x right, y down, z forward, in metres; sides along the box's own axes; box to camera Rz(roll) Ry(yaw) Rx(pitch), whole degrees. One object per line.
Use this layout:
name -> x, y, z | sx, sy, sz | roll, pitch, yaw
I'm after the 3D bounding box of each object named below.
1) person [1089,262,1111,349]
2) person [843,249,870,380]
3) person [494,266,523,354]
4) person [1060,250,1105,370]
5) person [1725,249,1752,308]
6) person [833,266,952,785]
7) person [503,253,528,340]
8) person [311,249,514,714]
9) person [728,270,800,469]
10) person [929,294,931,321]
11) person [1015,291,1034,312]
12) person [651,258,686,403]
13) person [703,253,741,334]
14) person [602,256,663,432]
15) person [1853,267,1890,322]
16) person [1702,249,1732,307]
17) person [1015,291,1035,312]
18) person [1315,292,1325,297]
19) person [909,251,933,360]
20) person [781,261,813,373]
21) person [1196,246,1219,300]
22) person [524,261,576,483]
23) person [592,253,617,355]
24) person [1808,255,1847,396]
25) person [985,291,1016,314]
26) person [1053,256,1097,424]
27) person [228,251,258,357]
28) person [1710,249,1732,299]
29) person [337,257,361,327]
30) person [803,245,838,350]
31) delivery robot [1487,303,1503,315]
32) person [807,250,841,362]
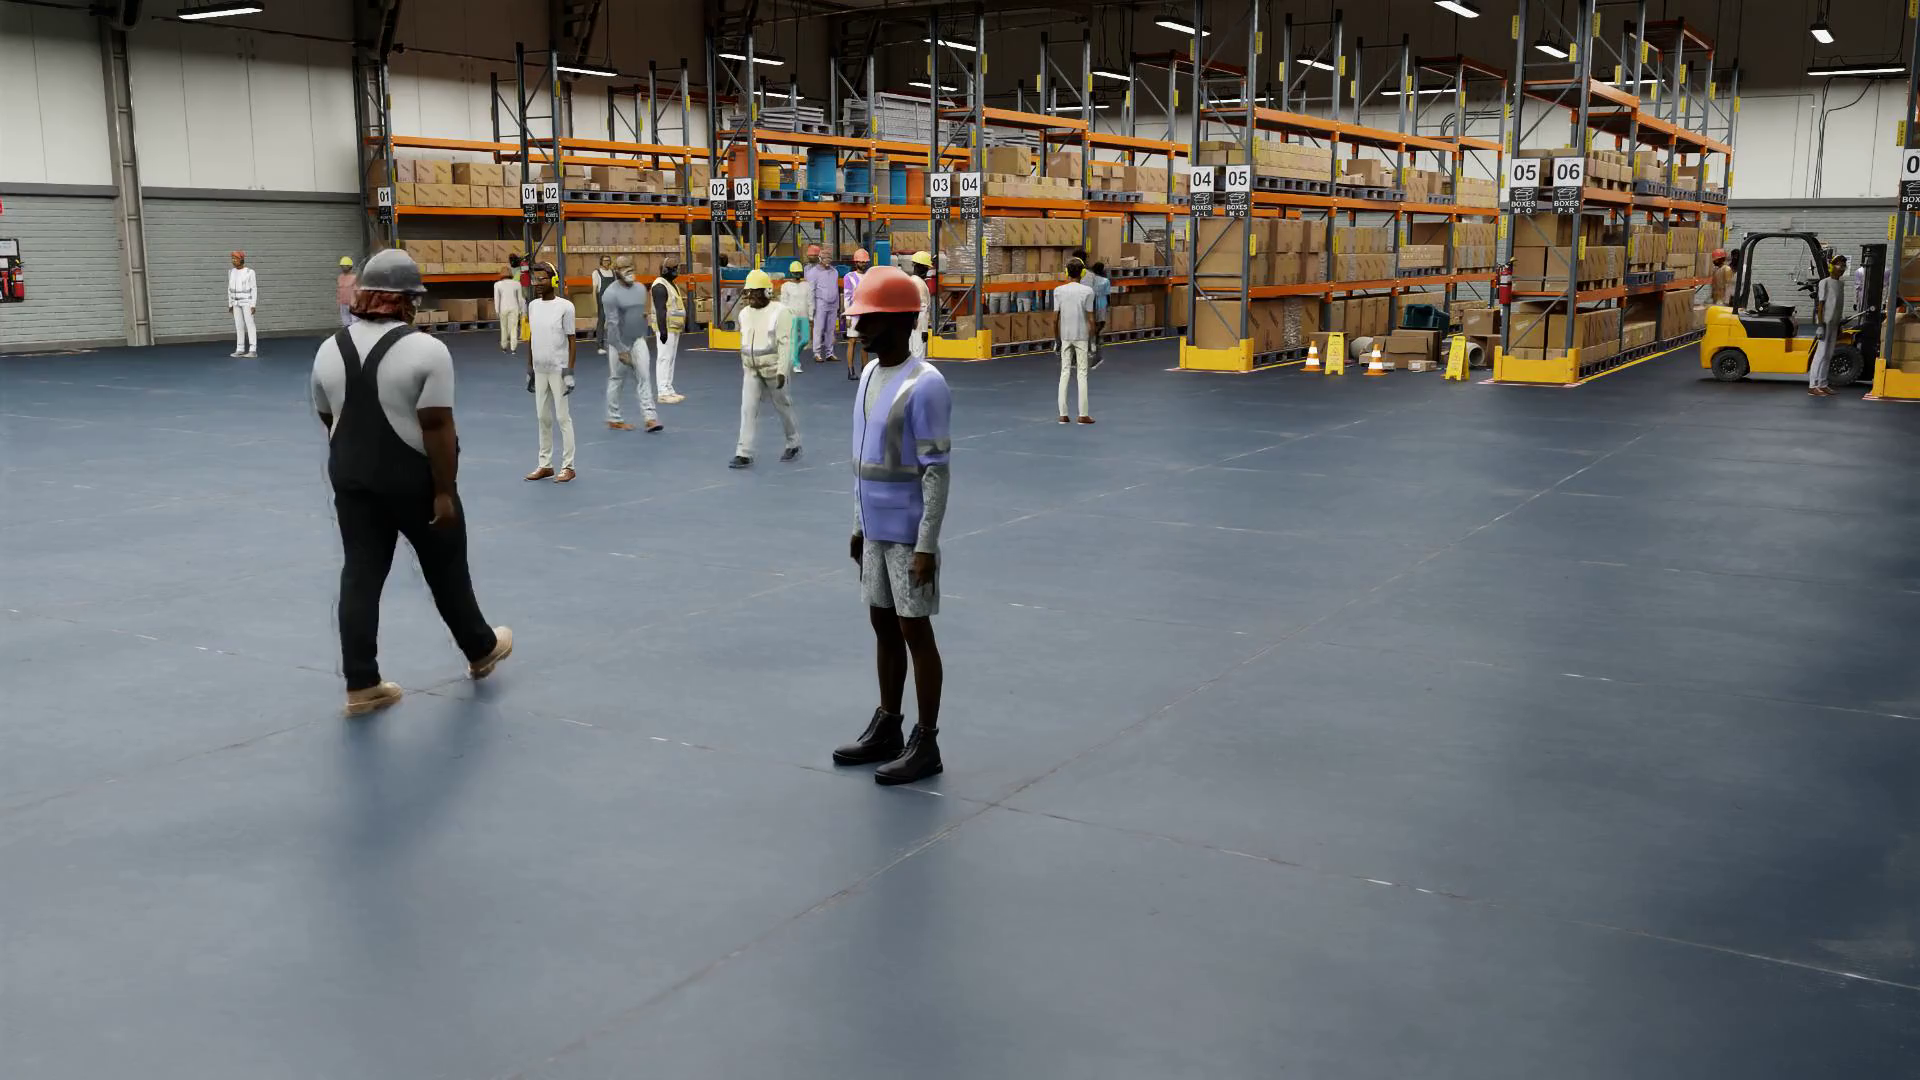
person -> 2.583, -4.433, 31.549 | 0.538, 1.679, 0.686 | 6, 12, 31
person -> -1.463, -3.346, 24.715 | 0.544, 1.939, 0.372 | -6, 12, -32
person -> -8.277, -4.209, 30.510 | 0.519, 1.589, 0.839 | -4, 11, -19
person -> 2.008, -3.706, 26.779 | 0.911, 1.933, 0.605 | 7, 12, 36
person -> 15.303, -4.794, 32.904 | 0.590, 1.912, 0.398 | 8, 13, 37
person -> -0.256, -0.051, 6.260 | 0.370, 1.939, 0.543 | -6, 12, -32
person -> -9.312, -5.081, 34.800 | 0.630, 1.814, 0.816 | 1, 10, 3
person -> -2.446, -0.305, 7.396 | 0.707, 2.000, 0.987 | 3, 11, 16
person -> -1.766, -1.564, 15.177 | 0.596, 1.792, 0.922 | 5, 11, 25
person -> -0.798, -5.935, 40.056 | 0.522, 1.640, 0.306 | 9, 14, 43
person -> 1.391, -5.175, 35.816 | 0.499, 1.634, 0.285 | 10, 14, 43
person -> -3.708, -2.671, 21.217 | 0.429, 1.840, 0.629 | 1, 10, 4
person -> -5.175, -5.360, 36.386 | 0.642, 1.789, 0.958 | 9, 13, 41
person -> -3.490, -2.062, 17.667 | 0.932, 1.884, 0.661 | 9, 13, 40
person -> 17.258, -4.550, 31.533 | 0.581, 1.919, 0.390 | 5, 11, 27
person -> 14.638, -4.659, 32.179 | 0.609, 1.897, 0.562 | 1, 10, 4
person -> 1.427, -5.661, 37.524 | 0.624, 1.992, 0.390 | 5, 11, 28
person -> 8.332, -5.602, 37.980 | 0.504, 1.712, 0.799 | 9, 13, 40
person -> -0.530, -2.751, 21.441 | 0.374, 1.919, 0.585 | -4, 11, -20
person -> -2.574, -3.502, 26.109 | 0.537, 1.747, 0.487 | -6, 12, -29
person -> 4.430, -4.387, 30.292 | 0.606, 2.035, 0.405 | 7, 12, 33
person -> -3.490, -1.422, 14.132 | 0.508, 1.872, 0.328 | 5, 11, 25
person -> -6.455, -4.309, 30.374 | 0.520, 1.844, 0.330 | -10, 14, -44
person -> 11.595, -2.851, 22.154 | 0.523, 1.865, 0.317 | -7, 12, -32
person -> 0.797, -4.792, 32.849 | 0.624, 1.934, 0.364 | 1, 10, 4
person -> 1.292, -2.230, 18.643 | 0.521, 1.876, 0.325 | 5, 11, 24
person -> -12.760, -4.185, 29.564 | 0.573, 1.887, 0.355 | 3, 11, 18
person -> 17.447, -5.710, 38.131 | 0.638, 1.881, 0.400 | -8, 13, -39
person -> -11.332, -4.352, 30.830 | 0.525, 1.772, 0.305 | 4, 11, 21
person -> -2.721, -4.632, 31.789 | 0.620, 2.007, 1.046 | 10, 14, 44
delivery robot -> 12.869, -5.515, 40.476 | 0.707, 0.478, 0.477 | -1, 10, -8
person -> -2.293, -3.993, 28.430 | 0.654, 1.906, 0.408 | -10, 14, -43
